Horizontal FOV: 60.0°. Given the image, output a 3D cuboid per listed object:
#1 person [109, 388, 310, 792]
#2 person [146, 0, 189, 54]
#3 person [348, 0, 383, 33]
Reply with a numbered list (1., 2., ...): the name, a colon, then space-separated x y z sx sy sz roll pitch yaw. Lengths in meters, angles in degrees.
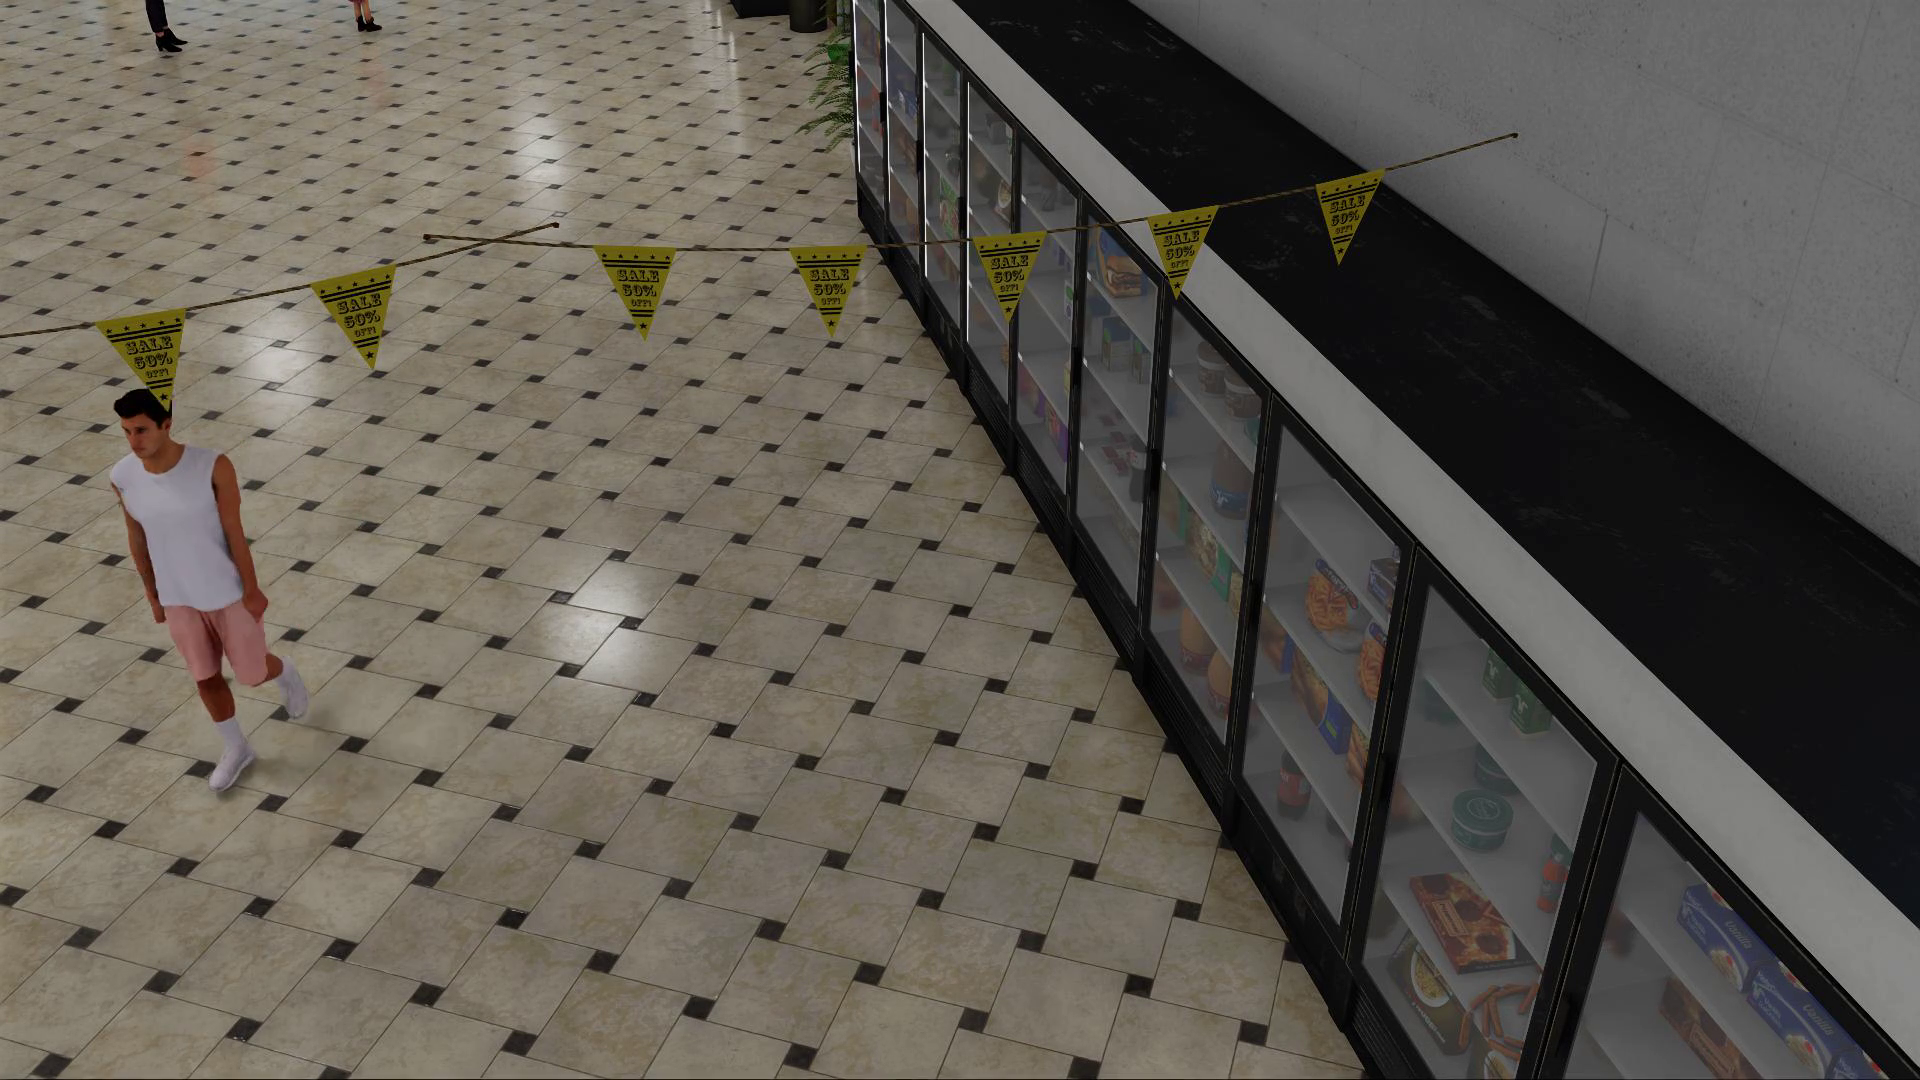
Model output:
1. person: -3.007 0.152 6.729 0.901 1.771 0.850 1 32 1
2. person: -7.843 -5.626 16.036 0.572 1.748 0.630 -5 32 -8
3. person: -6.080 -5.653 16.770 0.498 1.018 0.565 13 34 20
